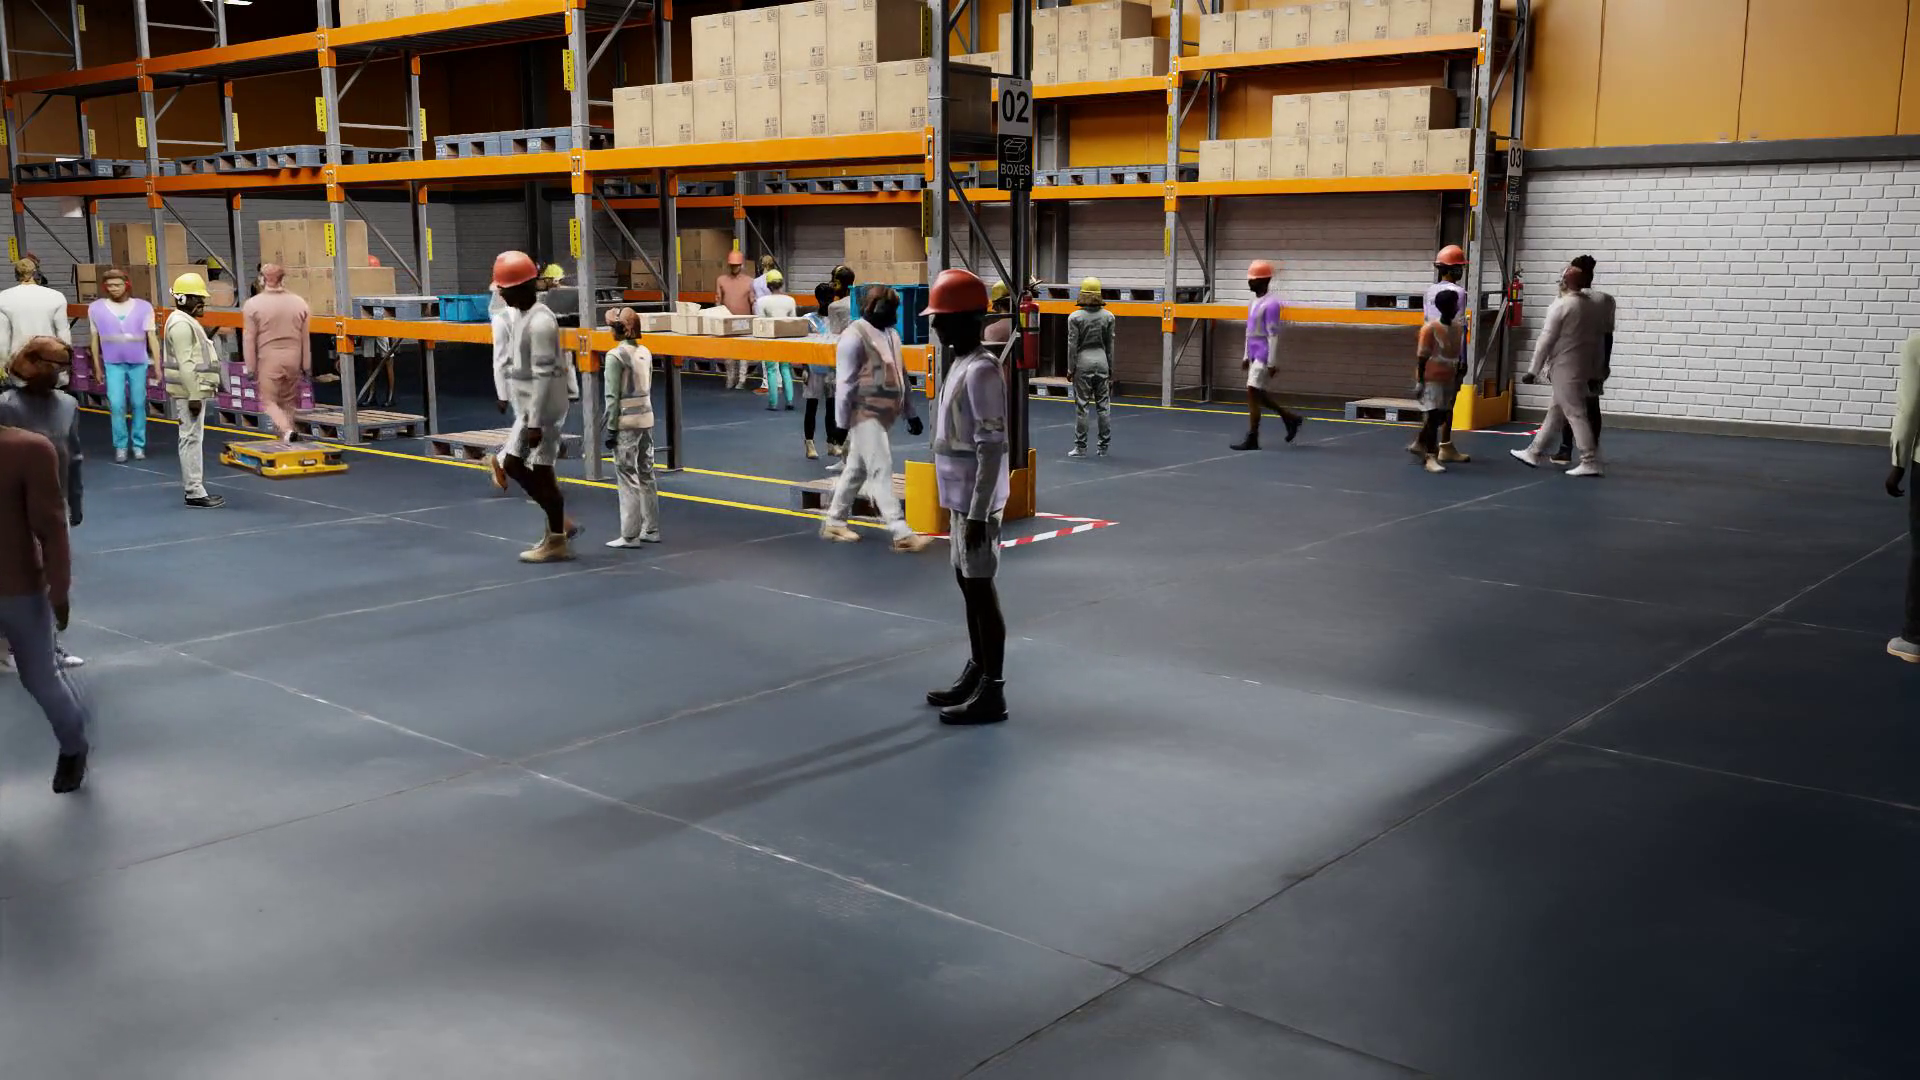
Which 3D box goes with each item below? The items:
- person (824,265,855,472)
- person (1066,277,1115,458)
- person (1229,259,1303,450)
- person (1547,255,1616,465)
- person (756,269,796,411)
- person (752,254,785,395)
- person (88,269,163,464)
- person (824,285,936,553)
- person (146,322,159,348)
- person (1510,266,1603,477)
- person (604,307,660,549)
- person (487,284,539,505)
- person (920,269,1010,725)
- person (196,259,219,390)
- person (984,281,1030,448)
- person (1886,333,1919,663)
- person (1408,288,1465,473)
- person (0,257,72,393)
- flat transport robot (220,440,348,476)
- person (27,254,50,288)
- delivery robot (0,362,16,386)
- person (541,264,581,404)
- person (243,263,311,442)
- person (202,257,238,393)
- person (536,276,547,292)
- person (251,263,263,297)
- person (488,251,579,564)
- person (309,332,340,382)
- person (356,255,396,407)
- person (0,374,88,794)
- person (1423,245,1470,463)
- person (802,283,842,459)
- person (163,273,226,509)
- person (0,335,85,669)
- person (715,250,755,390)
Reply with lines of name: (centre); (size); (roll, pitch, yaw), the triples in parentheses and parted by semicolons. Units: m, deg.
person: (-1.031, -1.542, 15.064); (0.309, 1.864, 0.534); (7, 12, 35)
person: (1.258, -1.665, 16.110); (0.491, 1.744, 0.295); (-3, 11, -19)
person: (3.107, -1.855, 16.711); (0.736, 1.914, 0.560); (-2, 10, -9)
person: (5.803, -1.680, 15.577); (0.610, 1.956, 0.386); (-1, 10, -5)
person: (-2.302, -2.478, 20.711); (0.540, 1.770, 0.327); (-6, 12, -30)
person: (-2.660, -2.976, 23.014); (0.357, 1.938, 0.637); (6, 11, 30)
person: (-7.851, -1.628, 15.688); (0.574, 1.812, 0.784); (-5, 11, -29)
person: (-0.579, -0.821, 11.232); (0.964, 1.782, 0.627); (4, 11, 24)
person: (-12.474, -3.260, 25.504); (0.500, 1.633, 0.281); (3, 10, 18)
person: (5.386, -1.514, 14.921); (0.639, 1.851, 0.987); (-8, 13, -39)
person: (-2.232, -0.757, 11.264); (0.316, 1.629, 0.509); (3, 10, 17)
person: (-3.509, -1.209, 13.180); (0.775, 1.865, 0.615); (5, 11, 27)
person: (0.021, -0.179, 7.102); (0.374, 1.934, 0.549); (-1, 10, -8)
person: (-10.528, -2.990, 23.292); (0.328, 1.872, 0.508); (2, 10, 14)
person: (0.364, -1.187, 13.329); (0.329, 1.765, 0.526); (9, 13, 42)
person: (4.847, -0.378, 8.091); (0.610, 1.986, 0.393); (2, 10, 14)
person: (4.282, -1.461, 15.175); (0.547, 1.672, 0.616); (-7, 12, -33)
person: (-8.750, -1.698, 15.751); (0.628, 1.936, 0.377); (-4, 11, -21)
flat transport robot: (-6.189, -0.767, 15.186); (0.652, 0.197, 1.431); (-9, 13, -40)
person: (-14.129, -3.418, 25.582); (0.574, 1.939, 0.813); (-3, 10, -16)
delivery robot: (-13.049, -2.247, 22.536); (0.477, 0.478, 0.707); (2, 10, 14)
person: (-5.217, -2.628, 21.407); (0.666, 1.812, 0.610); (-3, 10, -17)
person: (-6.420, -1.664, 15.702); (0.709, 1.887, 0.650); (9, 13, 42)
person: (-9.903, -2.787, 22.054); (0.887, 1.889, 0.613); (10, 14, 43)
person: (-6.048, -2.983, 23.978); (0.351, 1.619, 0.503); (5, 11, 25)
person: (-10.435, -3.332, 25.405); (0.718, 1.800, 0.858); (-5, 11, -26)
person: (-2.720, -0.819, 10.545); (0.490, 2.002, 0.693); (-5, 11, -25)
person: (-9.675, -3.424, 25.276); (0.536, 2.000, 0.680); (0, 10, 0)
person: (-7.437, -2.646, 21.148); (0.551, 1.933, 0.369); (1, 10, 8)
person: (-3.362, 0.147, 5.833); (0.530, 1.736, 0.844); (-1, 10, -8)
person: (4.619, -1.757, 15.765); (0.365, 2.048, 0.608); (-3, 10, -18)
person: (-1.309, -1.628, 16.039); (0.531, 1.692, 0.320); (-7, 12, -33)
person: (-5.974, -1.156, 12.973); (0.404, 1.827, 0.589); (-4, 11, -22)
person: (-4.379, -0.168, 7.928); (0.390, 1.609, 0.525); (3, 10, 16)
person: (-3.190, -3.124, 23.716); (0.668, 1.982, 0.503); (1, 10, 7)
